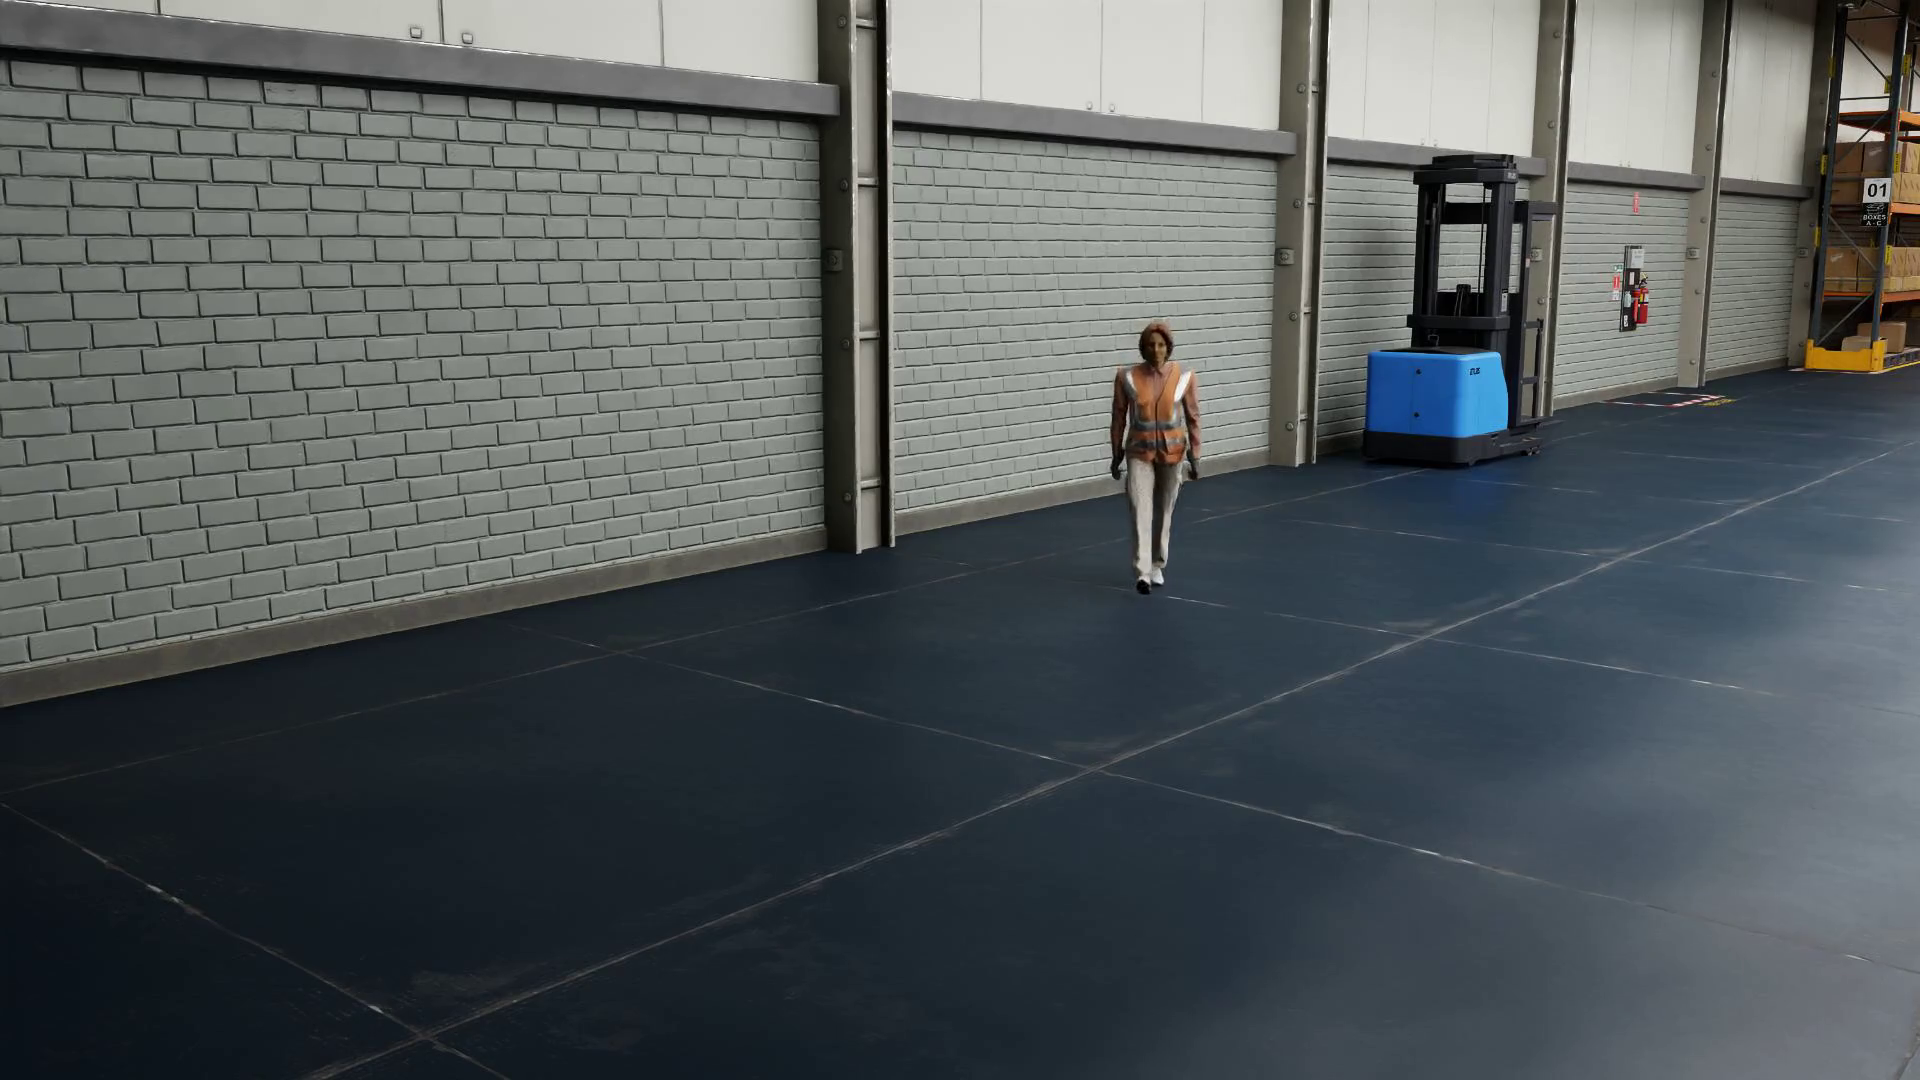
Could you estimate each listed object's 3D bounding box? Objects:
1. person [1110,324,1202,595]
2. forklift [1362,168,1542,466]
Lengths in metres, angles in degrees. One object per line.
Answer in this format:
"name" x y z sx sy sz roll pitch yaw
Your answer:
"person" 1.169 -0.473 9.888 0.541 1.591 0.831 0 10 2
"forklift" 4.875 -2.212 16.287 1.129 2.768 1.873 8 13 40
